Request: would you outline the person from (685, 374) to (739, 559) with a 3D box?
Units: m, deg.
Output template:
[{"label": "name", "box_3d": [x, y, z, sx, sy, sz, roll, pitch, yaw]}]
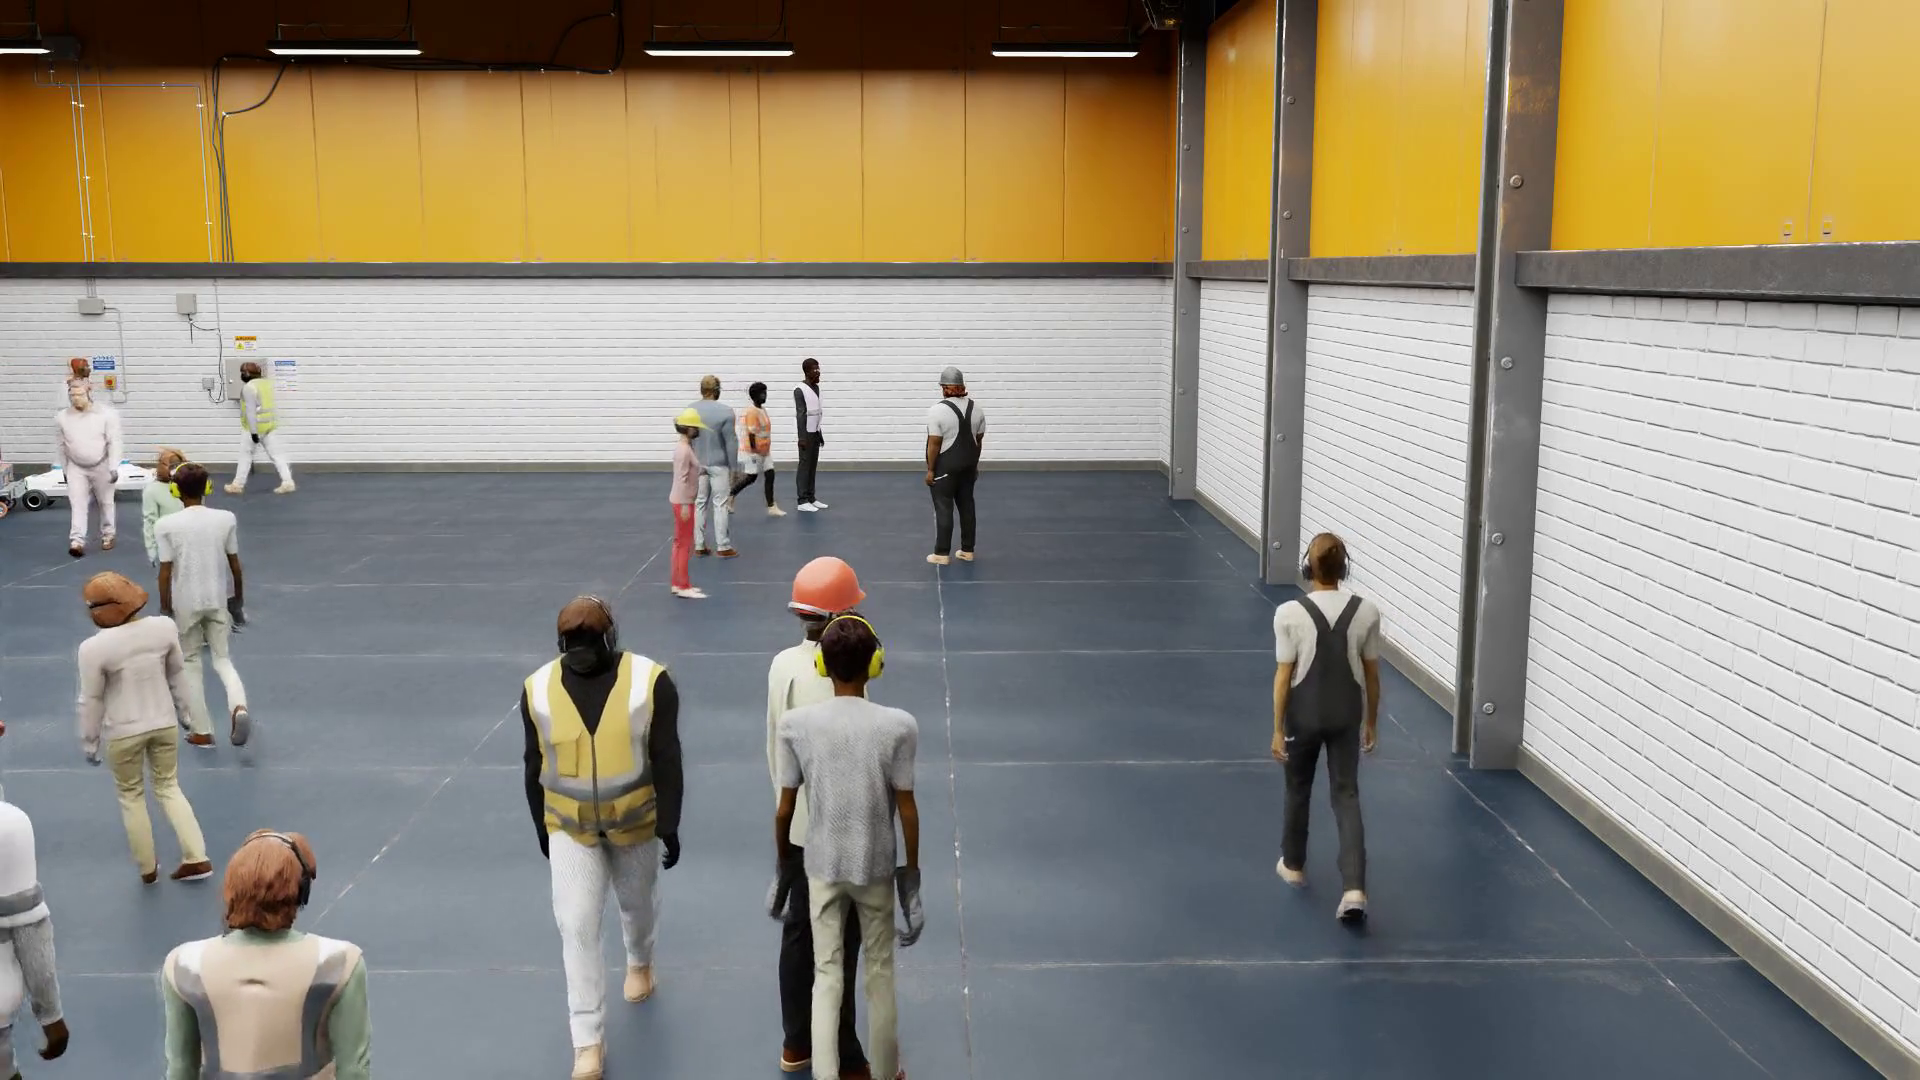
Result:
[{"label": "person", "box_3d": [-2.606, -0.763, 17.413, 0.635, 1.937, 0.352, 3, 10, 19]}]

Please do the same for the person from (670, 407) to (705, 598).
[{"label": "person", "box_3d": [-2.521, -0.345, 15.384, 0.320, 1.766, 0.534, -2, 9, -10]}]

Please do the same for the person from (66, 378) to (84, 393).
[{"label": "person", "box_3d": [-11.813, -1.410, 22.474, 0.905, 1.576, 0.531, -1, 9, -9]}]

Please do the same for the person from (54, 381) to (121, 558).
[{"label": "person", "box_3d": [-9.239, -0.755, 17.660, 0.655, 1.848, 1.033, -3, 10, -16]}]

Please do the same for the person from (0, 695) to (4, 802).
[{"label": "person", "box_3d": [-4.675, 0.817, 7.728, 0.373, 1.940, 0.628, -3, 10, -20]}]

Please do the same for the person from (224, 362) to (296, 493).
[{"label": "person", "box_3d": [-9.475, -1.509, 22.487, 0.964, 1.783, 0.633, 2, 9, 10]}]

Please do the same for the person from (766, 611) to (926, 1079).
[{"label": "person", "box_3d": [-0.398, 1.167, 5.859, 0.567, 1.867, 0.477, 1, 9, 3]}]

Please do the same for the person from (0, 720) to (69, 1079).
[{"label": "person", "box_3d": [-2.913, 1.335, 4.793, 0.561, 1.871, 0.979, 3, 10, 19]}]

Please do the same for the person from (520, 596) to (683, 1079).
[{"label": "person", "box_3d": [-1.393, 1.085, 6.544, 0.623, 1.807, 0.952, -1, 9, -6]}]

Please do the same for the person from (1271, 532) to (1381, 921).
[{"label": "person", "box_3d": [1.733, 0.861, 7.862, 0.520, 1.813, 0.907, 0, 9, 0]}]

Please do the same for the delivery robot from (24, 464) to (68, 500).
[{"label": "delivery robot", "box_3d": [-11.412, -0.713, 21.052, 0.707, 0.478, 0.477, -2, 9, -15]}]

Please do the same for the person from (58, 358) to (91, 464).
[{"label": "person", "box_3d": [-11.914, -1.560, 22.645, 0.585, 1.828, 0.996, 9, 13, 44]}]

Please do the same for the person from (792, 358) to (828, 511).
[{"label": "person", "box_3d": [-1.899, -1.328, 20.942, 0.392, 1.920, 0.587, 3, 10, 18]}]

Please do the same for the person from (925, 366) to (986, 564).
[{"label": "person", "box_3d": [-0.107, -0.777, 17.188, 0.688, 2.000, 0.539, -7, 12, -38]}]

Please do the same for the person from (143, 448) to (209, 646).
[{"label": "person", "box_3d": [-6.240, 0.068, 13.323, 0.700, 1.598, 0.524, 9, 13, 44]}]

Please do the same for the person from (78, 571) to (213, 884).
[{"label": "person", "box_3d": [-4.009, 0.926, 8.097, 0.415, 1.605, 0.548, 7, 12, 36]}]

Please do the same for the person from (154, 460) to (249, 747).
[{"label": "person", "box_3d": [-4.731, 0.426, 10.397, 0.527, 1.853, 0.634, -9, 13, -42]}]

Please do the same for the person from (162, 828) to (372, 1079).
[{"label": "person", "box_3d": [-1.747, 1.551, 4.203, 0.517, 1.614, 0.646, -2, 10, -13]}]

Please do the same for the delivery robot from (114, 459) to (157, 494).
[{"label": "delivery robot", "box_3d": [-10.834, -0.809, 21.639, 0.707, 0.478, 0.477, -4, 10, -21]}]

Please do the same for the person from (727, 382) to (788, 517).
[{"label": "person", "box_3d": [-2.534, -1.105, 20.334, 0.768, 1.670, 0.539, 2, 10, 14]}]

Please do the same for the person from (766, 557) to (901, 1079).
[{"label": "person", "box_3d": [-0.484, 1.048, 6.127, 0.370, 1.996, 0.622, -7, 11, -35]}]
